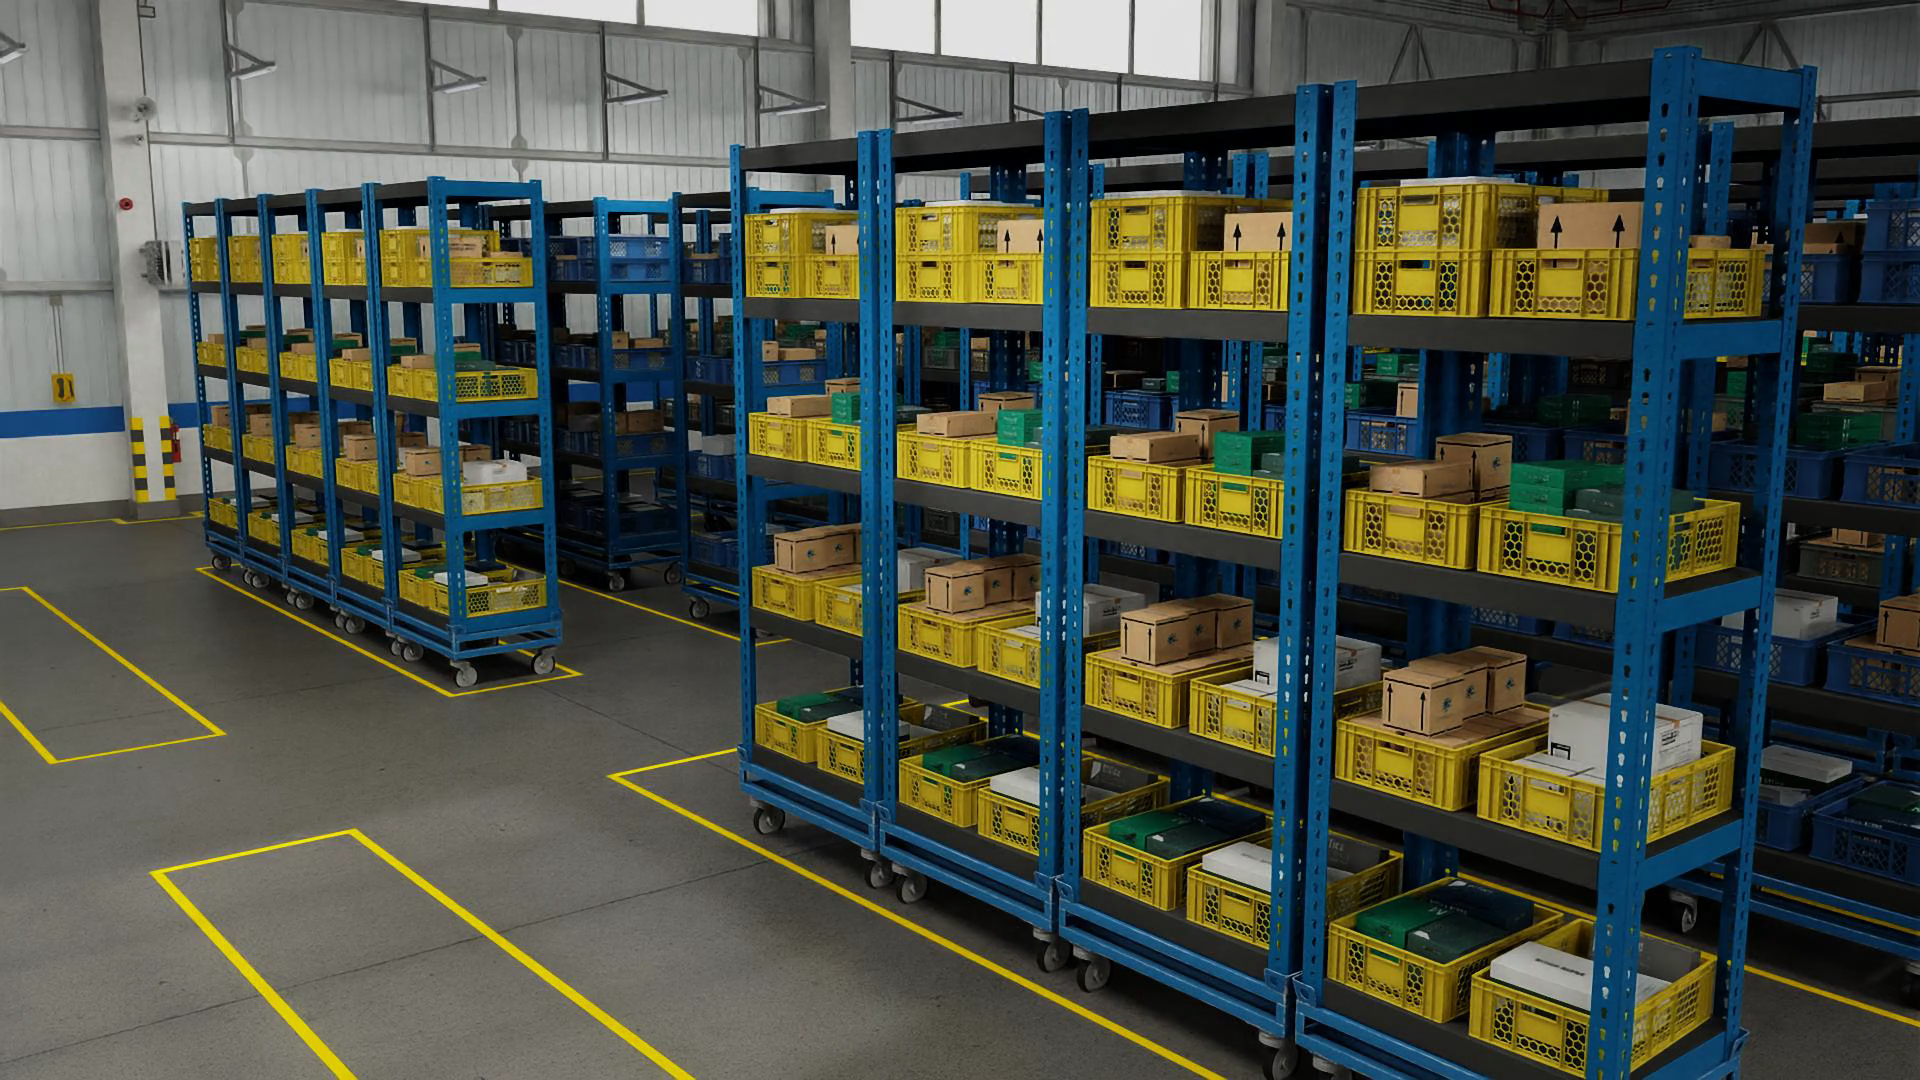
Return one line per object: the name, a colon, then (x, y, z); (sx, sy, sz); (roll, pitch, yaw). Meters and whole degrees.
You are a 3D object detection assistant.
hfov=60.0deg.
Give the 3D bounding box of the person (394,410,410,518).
person: (-6.675, -1.182, 19.814); (0.375, 1.843, 0.574); (-2, 10, -14)
